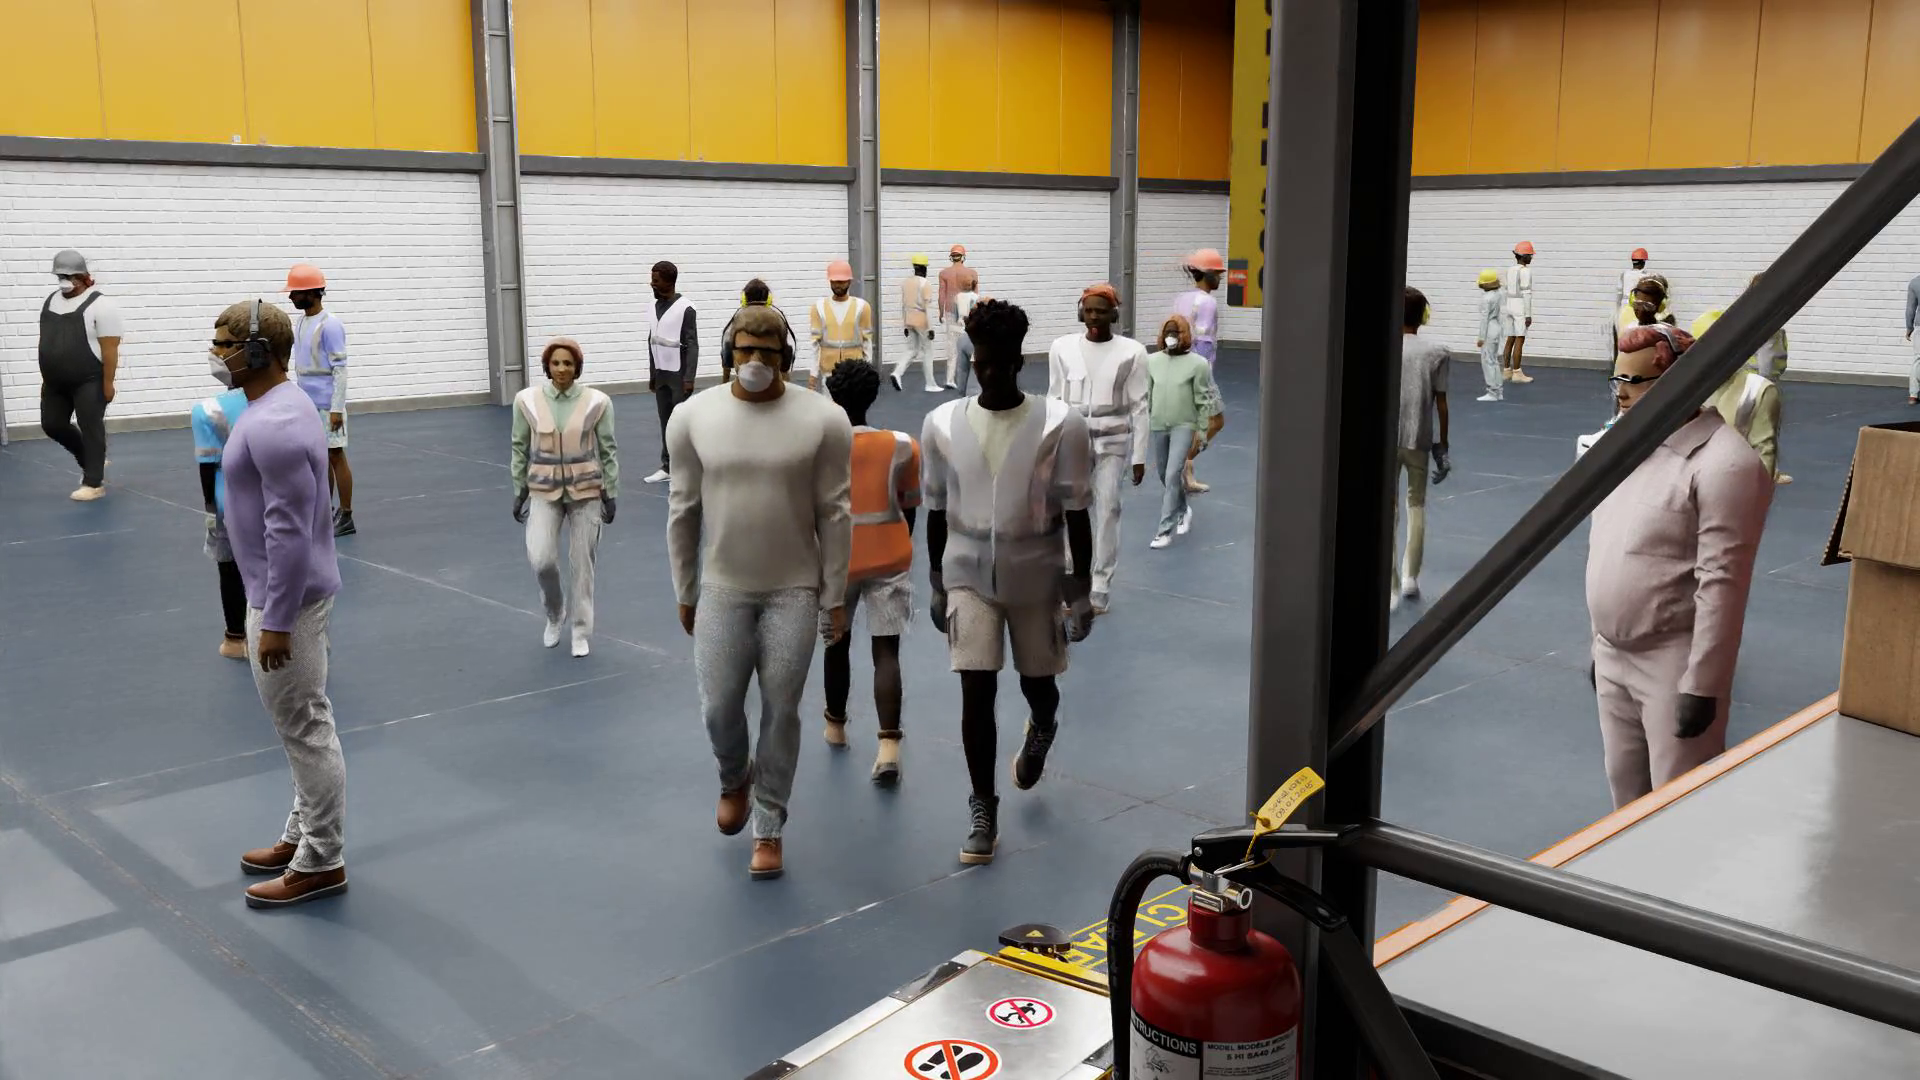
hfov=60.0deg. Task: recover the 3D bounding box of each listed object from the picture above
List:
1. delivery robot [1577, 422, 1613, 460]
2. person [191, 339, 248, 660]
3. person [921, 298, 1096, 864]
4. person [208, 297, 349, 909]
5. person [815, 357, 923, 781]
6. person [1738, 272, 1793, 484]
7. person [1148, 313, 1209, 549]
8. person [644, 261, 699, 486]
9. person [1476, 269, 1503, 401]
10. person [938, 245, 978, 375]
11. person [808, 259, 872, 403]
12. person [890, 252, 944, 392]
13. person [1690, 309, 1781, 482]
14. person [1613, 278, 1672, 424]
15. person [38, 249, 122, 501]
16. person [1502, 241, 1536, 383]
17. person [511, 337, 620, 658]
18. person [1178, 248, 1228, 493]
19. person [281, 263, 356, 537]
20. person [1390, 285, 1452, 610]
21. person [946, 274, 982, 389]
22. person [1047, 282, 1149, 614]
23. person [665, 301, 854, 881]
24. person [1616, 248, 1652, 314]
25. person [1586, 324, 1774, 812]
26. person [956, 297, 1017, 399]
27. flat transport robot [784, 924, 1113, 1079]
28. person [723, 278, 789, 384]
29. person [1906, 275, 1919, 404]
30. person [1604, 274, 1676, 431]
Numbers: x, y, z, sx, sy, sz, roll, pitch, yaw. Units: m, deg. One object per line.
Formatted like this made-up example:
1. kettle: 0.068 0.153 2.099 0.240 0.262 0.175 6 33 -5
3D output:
1. delivery robot: 5.487 -0.748 14.019 0.477 0.478 0.707 0 10 0
2. person: -3.460 -0.187 8.167 0.769 1.674 0.534 10 14 44
3. person: 0.189 0.106 5.880 0.628 1.932 0.813 2 11 12
4. person: -2.181 0.199 5.341 0.370 1.939 0.630 -4 11 -23
5. person: -0.386 0.111 6.608 0.517 1.664 0.849 -2 11 -8
6. person: 6.881 -1.399 14.352 0.645 1.829 0.648 2 11 13
7. person: 1.500 -0.783 11.587 0.504 1.601 0.808 6 12 31
8. person: -2.454 -1.424 14.251 0.590 1.917 0.398 10 14 43
9. person: 6.853 -2.646 21.503 0.330 1.705 0.620 7 12 33
10. person: -0.028 -3.483 25.287 0.613 1.985 0.402 -1 10 -5
11. person: -1.061 -1.514 14.753 0.560 1.914 0.711 0 10 -1
12. person: -0.569 -2.939 22.531 0.748 1.908 0.603 -9 14 -41
13. person: 3.557 -0.203 7.951 0.603 1.774 0.964 8 13 38
14. person: 4.685 -0.874 11.470 0.504 1.840 0.520 -6 12 -30
15. person: -7.137 -1.341 13.459 0.700 2.000 0.579 2 11 12
16. person: 8.143 -3.311 24.187 0.378 2.045 0.605 -2 11 -11
17. person: -1.989 -0.209 8.397 0.544 1.623 0.373 -2 11 -9
18. person: 1.967 -1.367 13.650 0.461 2.030 0.614 -3 11 -16
19. person: -4.538 -0.978 11.767 0.546 1.934 0.376 10 14 42
20. person: 2.548 -0.541 9.650 0.521 1.843 0.728 2 11 9
21. person: 0.100 -2.900 23.170 0.530 1.596 0.851 9 14 40
22. person: 0.746 -0.489 9.278 0.615 1.867 0.526 3 11 16
23. person: -0.663 0.163 5.580 0.625 1.922 0.487 -1 10 -4
24. person: 10.322 -3.487 25.441 0.375 1.935 0.550 -8 13 -37
25. person: 1.967 0.338 4.733 0.393 1.891 0.639 -2 11 -11
26. person: 0.217 -1.157 13.567 0.500 1.633 0.282 2 11 12
27. flat transport robot: 0.021 1.290 3.942 0.652 0.197 1.431 8 13 36
28. person: -1.549 -1.065 12.649 0.531 1.822 0.967 -2 11 -12
29. person: 12.246 -2.664 20.946 0.375 1.940 0.627 -9 14 -42
30. person: 5.787 -1.362 14.210 0.869 1.816 0.632 -4 11 -22
